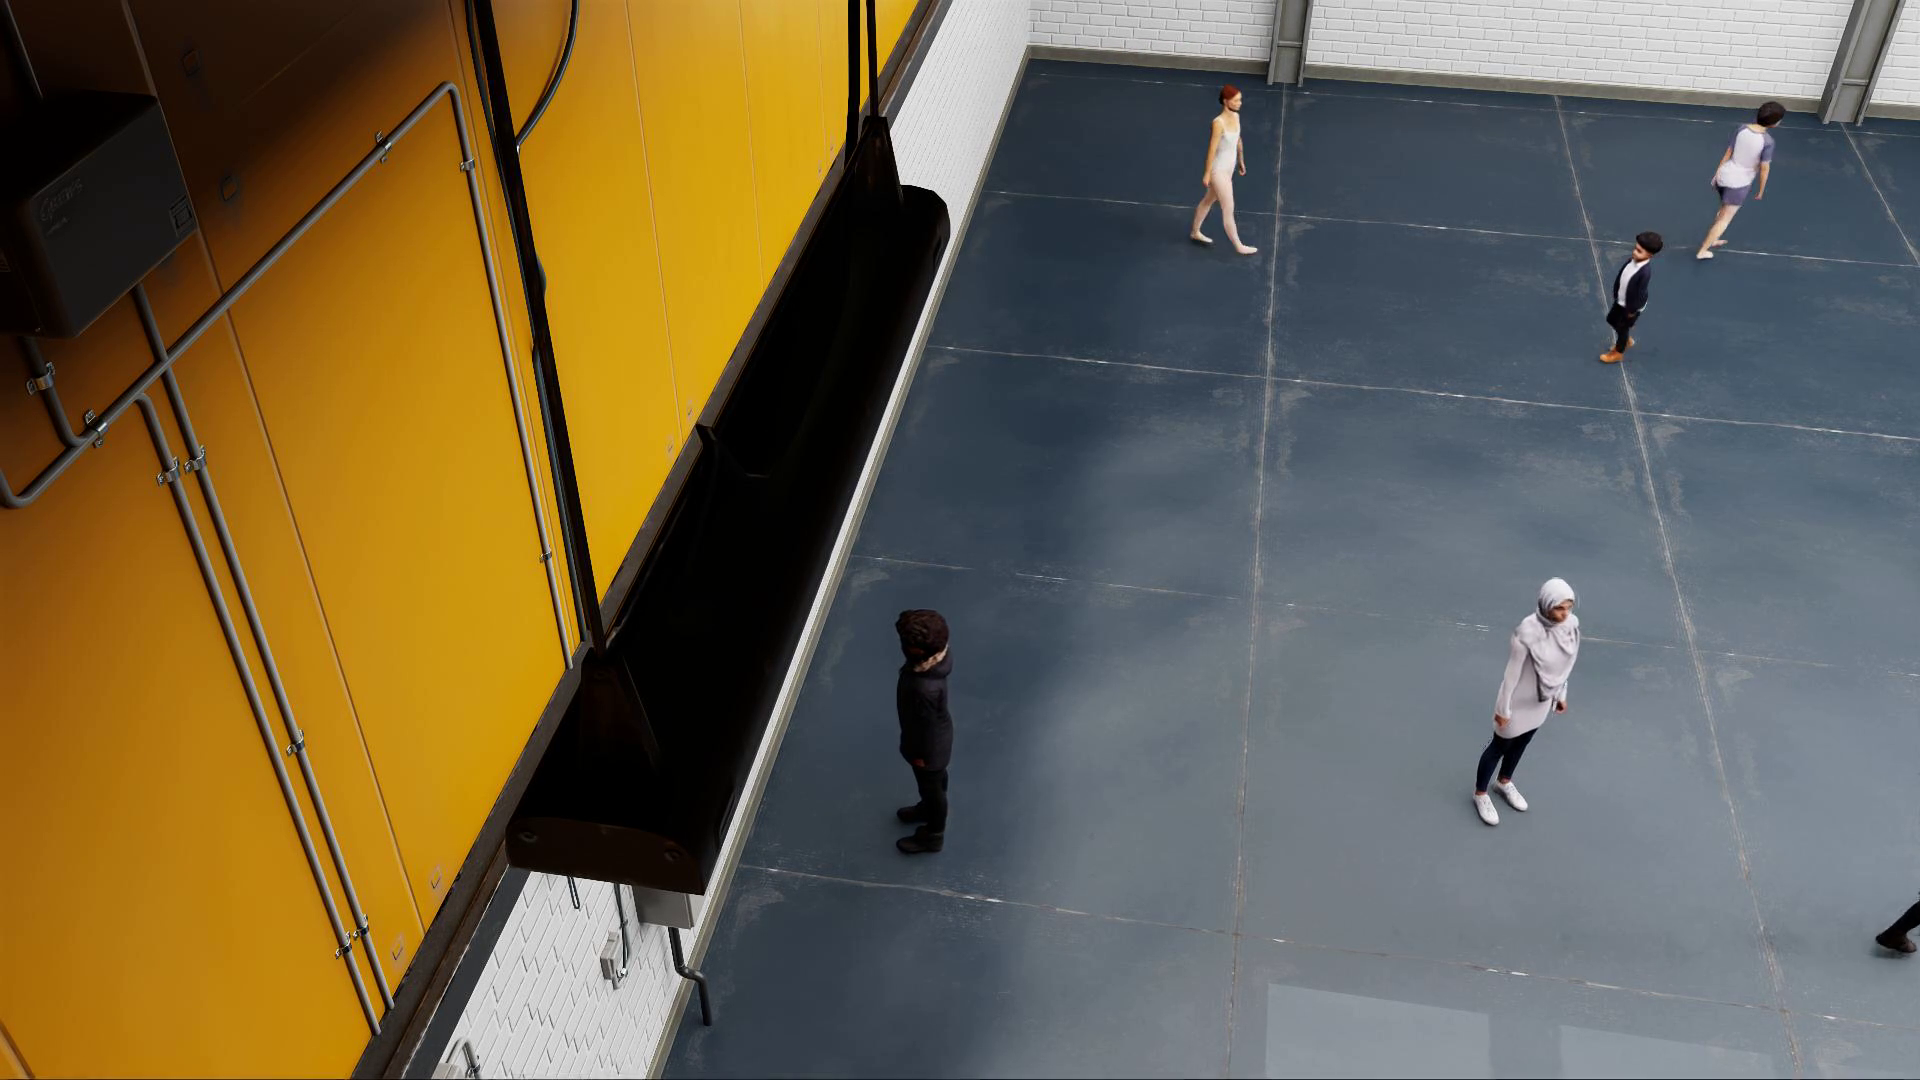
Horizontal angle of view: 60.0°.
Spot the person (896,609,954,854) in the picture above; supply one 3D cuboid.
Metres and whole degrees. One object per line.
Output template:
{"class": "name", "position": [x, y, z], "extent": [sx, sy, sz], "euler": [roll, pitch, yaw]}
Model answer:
{"class": "person", "position": [-0.178, 1.106, 9.630], "extent": [0.648, 1.774, 0.664], "euler": [-2, 39, -2]}

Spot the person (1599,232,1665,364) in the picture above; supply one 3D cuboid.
{"class": "person", "position": [5.705, -2.050, 14.029], "extent": [0.606, 1.216, 0.568], "euler": [-3, 39, -4]}

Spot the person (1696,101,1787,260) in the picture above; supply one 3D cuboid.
{"class": "person", "position": [7.120, -3.308, 15.349], "extent": [0.819, 1.534, 0.747], "euler": [-20, 43, -23]}

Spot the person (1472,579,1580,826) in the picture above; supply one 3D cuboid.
{"class": "person", "position": [3.353, 0.927, 9.853], "extent": [0.650, 1.775, 0.755], "euler": [-15, 41, -18]}

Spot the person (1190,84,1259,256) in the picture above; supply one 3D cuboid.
{"class": "person", "position": [2.354, -3.459, 15.477], "extent": [1.061, 1.612, 0.833], "euler": [23, 44, 26]}
